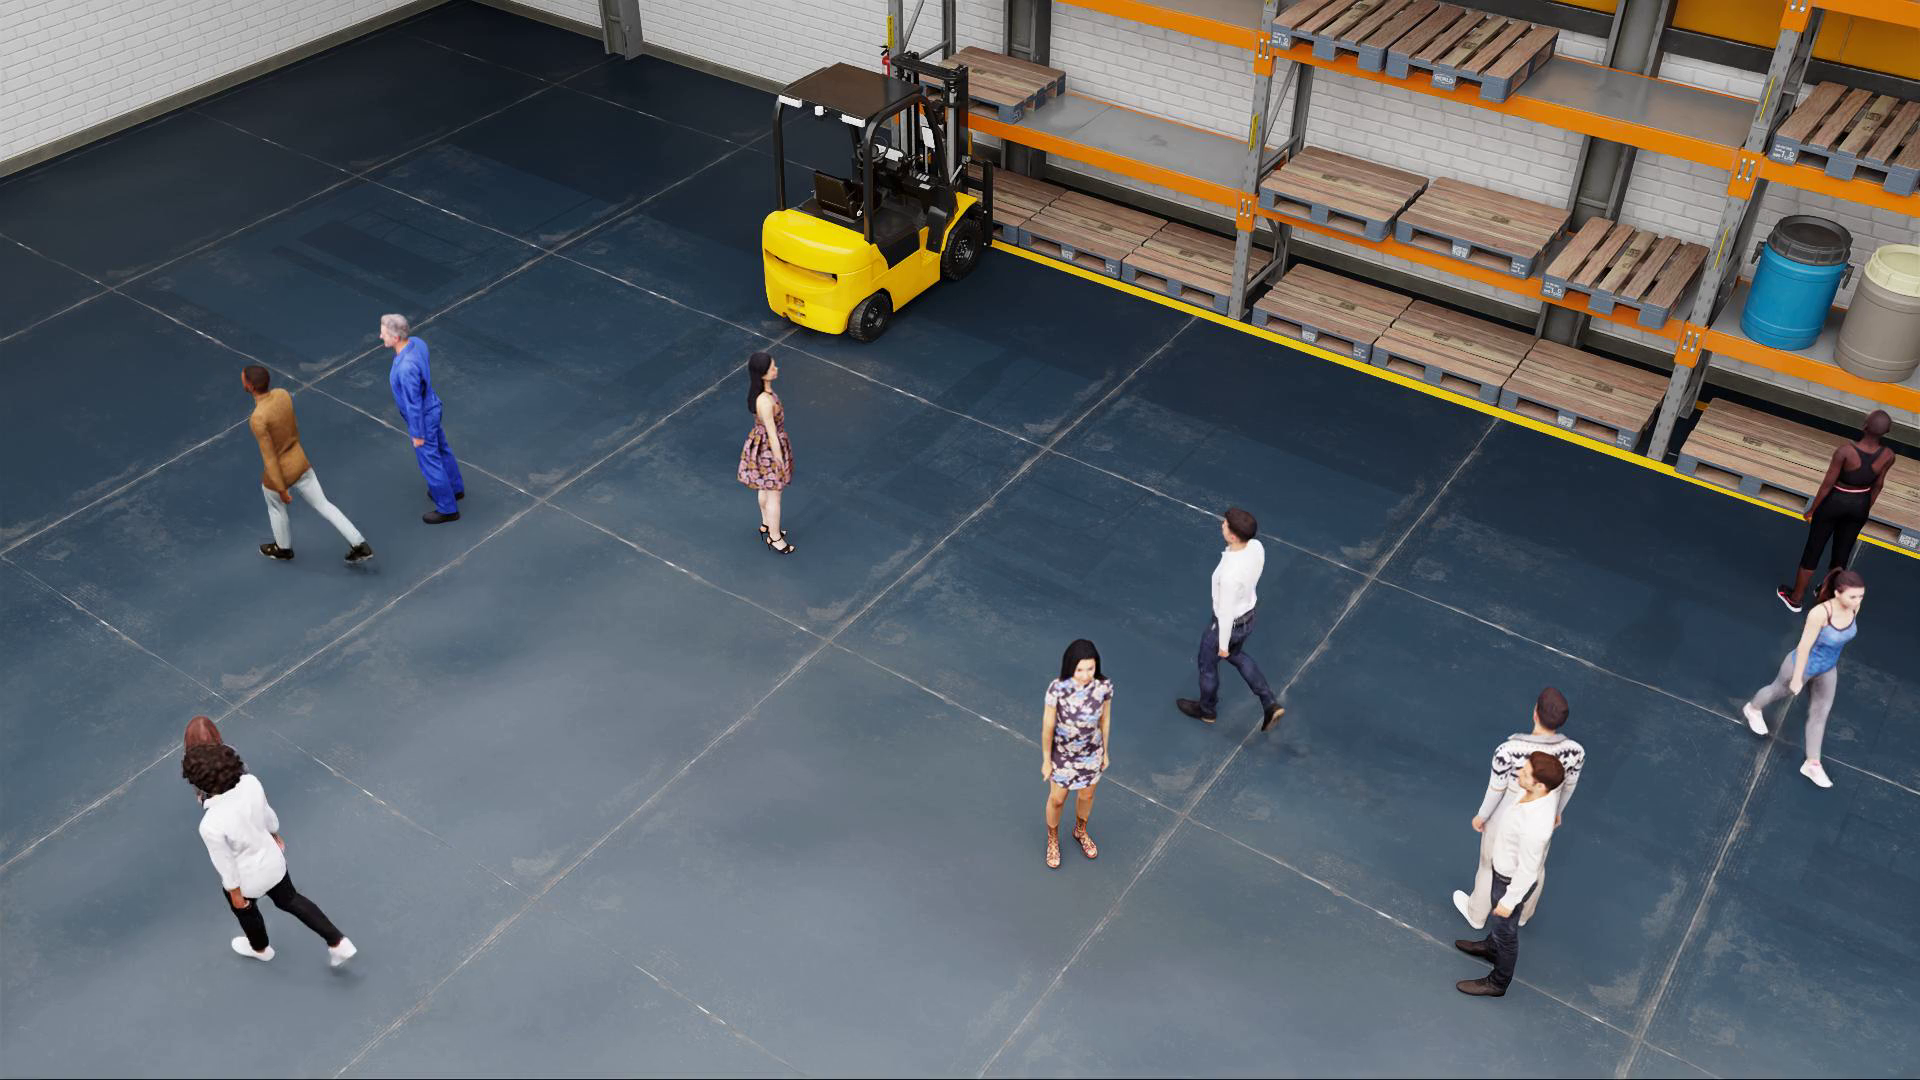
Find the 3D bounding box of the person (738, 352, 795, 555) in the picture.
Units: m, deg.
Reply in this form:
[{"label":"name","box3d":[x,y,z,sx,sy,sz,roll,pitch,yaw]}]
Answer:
[{"label":"person","box3d":[-1.445,-0.666,12.676,0.862,1.774,0.788,-12,40,-14]}]

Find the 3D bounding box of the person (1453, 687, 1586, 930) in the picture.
[{"label":"person","box3d":[3.304,1.609,9.758,0.733,1.862,0.830,-1,39,-1]}]

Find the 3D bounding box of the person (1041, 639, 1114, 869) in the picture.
[{"label":"person","box3d":[0.714,1.304,10.243,0.673,1.733,0.716,-10,40,-12]}]

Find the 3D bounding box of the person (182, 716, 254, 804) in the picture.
[{"label":"person","box3d":[-4.641,1.575,10.430,0.788,1.074,0.836,-5,39,-6]}]

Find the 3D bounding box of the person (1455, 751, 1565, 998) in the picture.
[{"label":"person","box3d":[3.136,1.885,9.406,0.662,1.870,0.720,10,40,12]}]

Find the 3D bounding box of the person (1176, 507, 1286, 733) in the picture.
[{"label":"person","box3d":[1.888,0.585,11.054,1.008,1.844,0.649,26,45,29]}]

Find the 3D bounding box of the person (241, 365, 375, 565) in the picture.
[{"label":"person","box3d":[-4.941,-0.502,12.469,1.293,1.776,0.939,11,40,13]}]

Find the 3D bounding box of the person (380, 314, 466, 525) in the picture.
[{"label":"person","box3d":[-4.196,-0.971,13.019,0.826,1.823,0.783,-4,39,-6]}]

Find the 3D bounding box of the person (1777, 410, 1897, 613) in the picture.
[{"label":"person","box3d":[6.426,-0.206,12.114,0.618,1.757,0.724,4,39,5]}]

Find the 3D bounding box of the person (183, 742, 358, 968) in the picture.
[{"label":"person","box3d":[-3.970,1.866,9.500,1.169,1.783,0.844,13,40,15]}]

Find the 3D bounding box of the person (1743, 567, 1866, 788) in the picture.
[{"label":"person","box3d":[5.574,0.801,11.003,0.987,1.570,1.115,-11,40,-13]}]
